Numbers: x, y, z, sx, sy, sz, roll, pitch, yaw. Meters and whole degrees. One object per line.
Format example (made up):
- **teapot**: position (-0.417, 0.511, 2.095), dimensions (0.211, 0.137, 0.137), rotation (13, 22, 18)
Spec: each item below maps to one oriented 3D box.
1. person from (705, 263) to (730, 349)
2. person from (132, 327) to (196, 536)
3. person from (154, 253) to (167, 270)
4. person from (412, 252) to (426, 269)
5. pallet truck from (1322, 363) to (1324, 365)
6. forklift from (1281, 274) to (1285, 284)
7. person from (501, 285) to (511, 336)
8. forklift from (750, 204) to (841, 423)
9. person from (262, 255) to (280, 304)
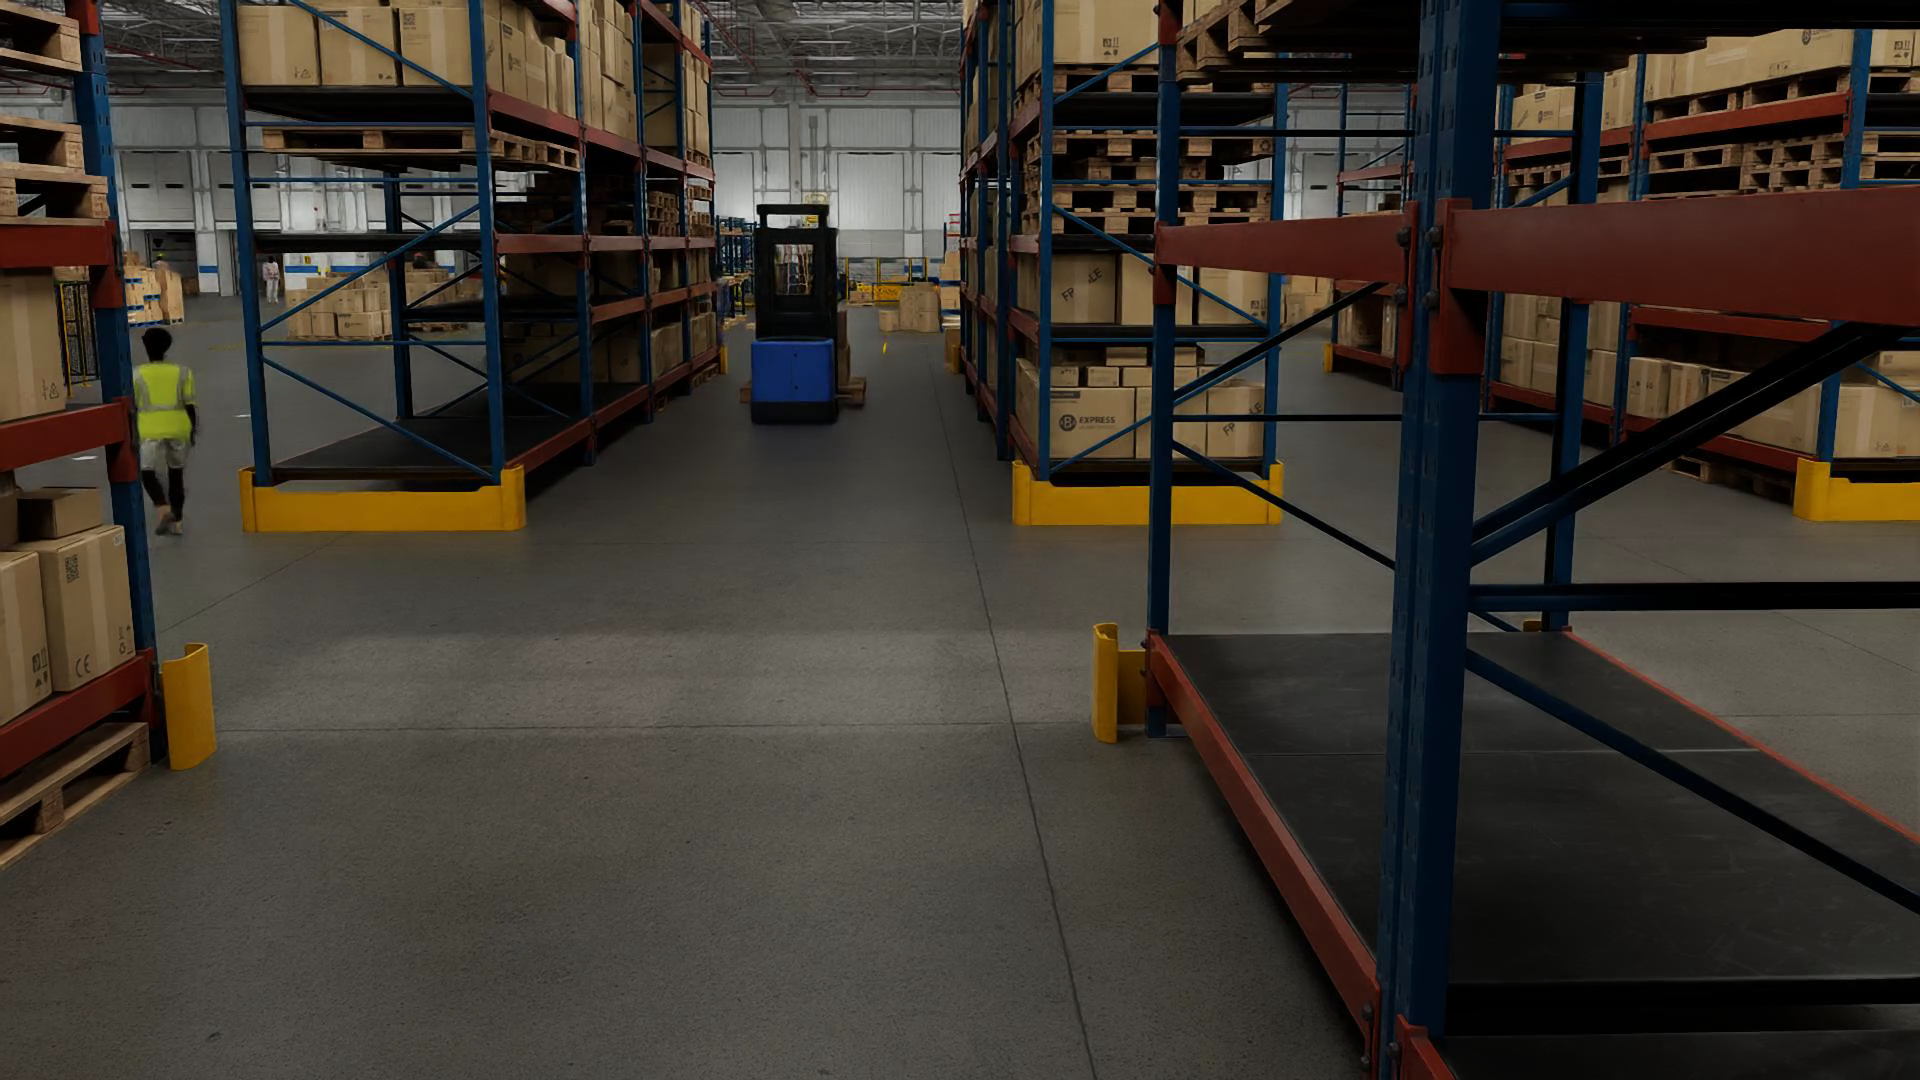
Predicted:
- **person**: position (-5.256, -5.011, 35.813), dimensions (0.597, 1.894, 0.808), rotation (5, 12, 28)
- **person**: position (-6.273, -0.838, 13.122), dimensions (0.529, 1.679, 0.437), rotation (-8, 13, -37)
- **person**: position (-31.509, -10.354, 65.496), dimensions (0.590, 1.903, 0.632), rotation (5, 11, 24)
- **person**: position (-20.108, -9.751, 61.987), dimensions (0.772, 1.974, 0.625), rotation (6, 12, 28)
- **pallet truck**: position (7.712, -4.157, 30.737), dimensions (1.885, 1.965, 0.823), rotation (3, 11, 16)
- **forklift**: position (12.240, -10.302, 62.509), dimensions (1.129, 2.768, 1.873), rotation (0, 10, -2)
- **person**: position (-8.098, -4.040, 30.385), dimensions (0.572, 1.884, 0.972), rotation (5, 11, 26)
- **forklift**: position (-2.171, -2.998, 21.824), dimensions (1.129, 2.768, 1.873), rotation (0, 10, -2)
- **person**: position (-25.904, -9.802, 62.624), dimensions (0.429, 1.841, 0.634), rotation (8, 13, 37)
